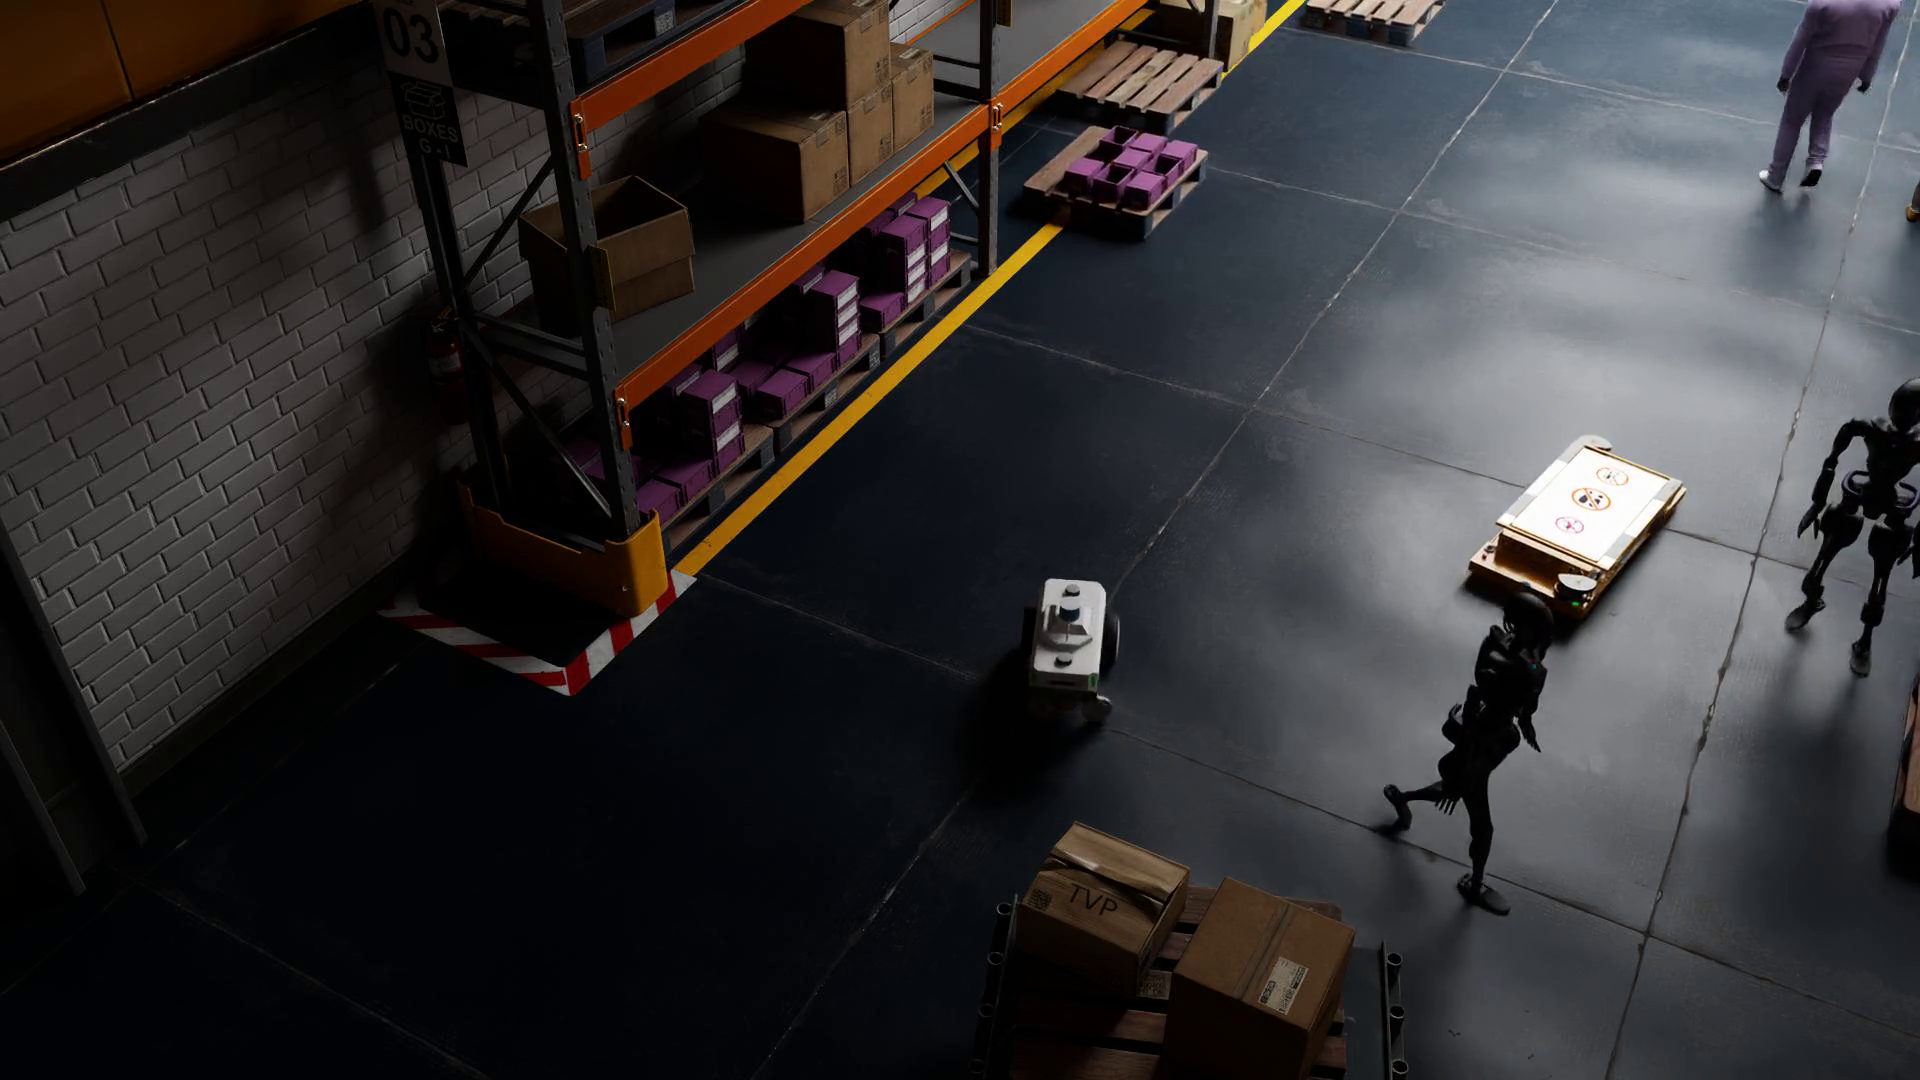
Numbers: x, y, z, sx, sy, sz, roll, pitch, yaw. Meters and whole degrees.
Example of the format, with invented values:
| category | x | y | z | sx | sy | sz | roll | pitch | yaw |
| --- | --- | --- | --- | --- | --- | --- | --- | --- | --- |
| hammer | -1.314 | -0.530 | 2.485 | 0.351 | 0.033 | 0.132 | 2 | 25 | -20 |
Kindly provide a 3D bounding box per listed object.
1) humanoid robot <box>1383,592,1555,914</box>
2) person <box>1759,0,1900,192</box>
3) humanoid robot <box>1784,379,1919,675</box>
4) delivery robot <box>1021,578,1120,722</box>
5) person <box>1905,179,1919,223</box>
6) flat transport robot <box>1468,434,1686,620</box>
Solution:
| category | x | y | z | sx | sy | sz | roll | pitch | yaw |
| --- | --- | --- | --- | --- | --- | --- | --- | --- | --- |
| humanoid robot | 2.204 | 0.832 | 7.106 | 0.609 | 1.649 | 0.770 | -30 | 47 | -32 |
| person | 6.399 | -3.468 | 12.276 | 0.681 | 1.866 | 0.469 | 3 | 39 | 4 |
| humanoid robot | 4.523 | -0.109 | 8.236 | 0.602 | 1.634 | 0.390 | 26 | 45 | 29 |
| delivery robot | 0.547 | 0.529 | 8.321 | 0.512 | 0.584 | 0.740 | 5 | 39 | 6 |
| person | 7.252 | -3.122 | 11.822 | 0.586 | 1.894 | 0.364 | 23 | 44 | 26 |
| flat transport robot | 3.496 | -0.102 | 9.347 | 0.659 | 0.231 | 1.431 | 28 | 46 | 30 |
